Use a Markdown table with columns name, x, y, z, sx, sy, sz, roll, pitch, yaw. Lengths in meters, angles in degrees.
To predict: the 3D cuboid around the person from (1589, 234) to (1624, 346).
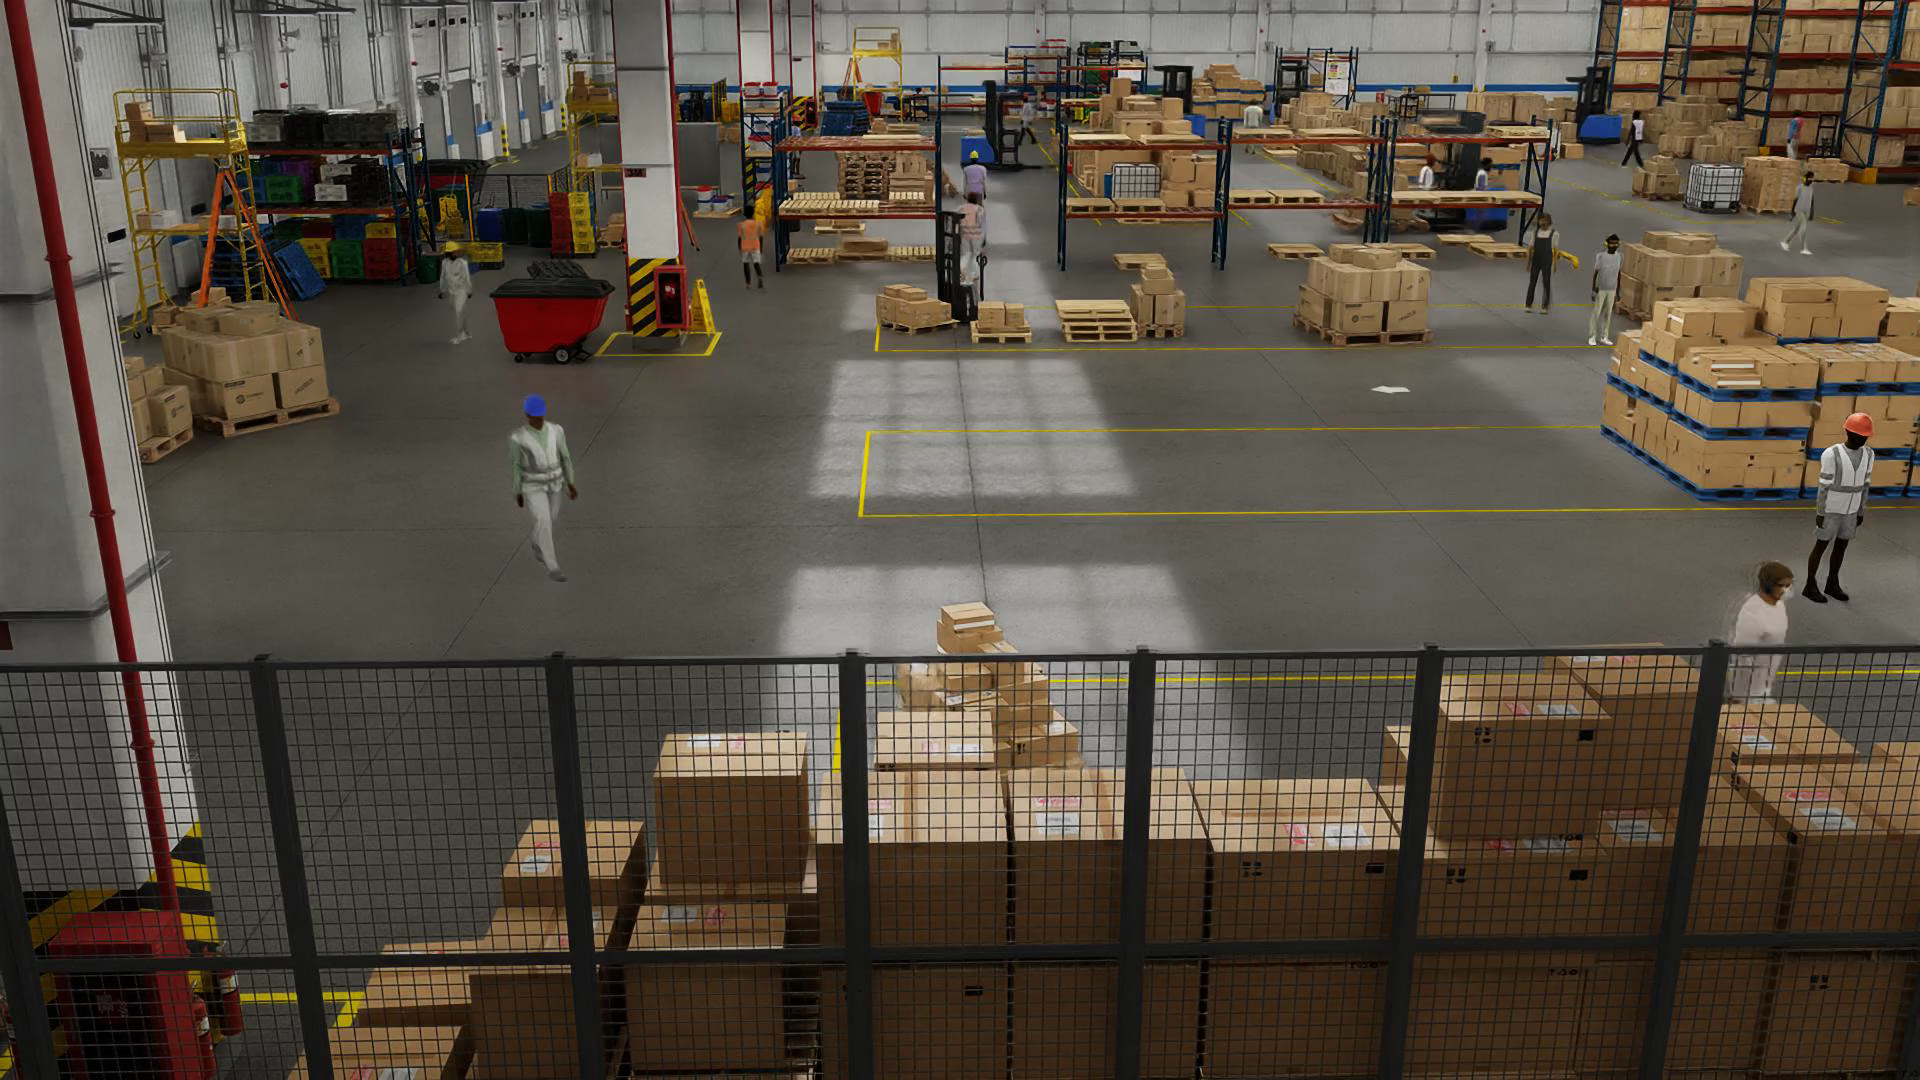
| name | x | y | z | sx | sy | sz | roll | pitch | yaw |
| --- | --- | --- | --- | --- | --- | --- | --- | --- | --- |
| person | 10.843 | -4.180 | 27.832 | 0.553 | 1.869 | 0.335 | -2 | 19 | -7 |

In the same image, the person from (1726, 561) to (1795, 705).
| name | x | y | z | sx | sy | sz | roll | pitch | yaw |
| --- | --- | --- | --- | --- | --- | --- | --- | --- | --- |
| person | 5.817 | 1.030 | 12.329 | 0.959 | 1.908 | 0.640 | 14 | 23 | 37 |

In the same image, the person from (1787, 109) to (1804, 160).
| name | x | y | z | sx | sy | sz | roll | pitch | yaw |
| --- | --- | --- | --- | --- | --- | --- | --- | --- | --- |
| person | 27.505 | -13.277 | 54.863 | 0.629 | 1.843 | 0.428 | -14 | 23 | -36 |

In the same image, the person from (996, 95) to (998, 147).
| name | x | y | z | sx | sy | sz | roll | pitch | yaw |
| --- | --- | --- | --- | --- | --- | --- | --- | --- | --- |
| person | 1.342 | -15.399 | 61.068 | 0.474 | 1.907 | 0.649 | 5 | 19 | 16 |

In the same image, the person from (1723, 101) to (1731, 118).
| name | x | y | z | sx | sy | sz | roll | pitch | yaw |
| --- | --- | --- | --- | --- | --- | --- | --- | --- | --- |
| person | 28.160 | -15.364 | 61.361 | 0.306 | 1.640 | 0.522 | -16 | 24 | -39 |

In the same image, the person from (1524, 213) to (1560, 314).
| name | x | y | z | sx | sy | sz | roll | pitch | yaw |
| --- | --- | --- | --- | --- | --- | --- | --- | --- | --- |
| person | 10.693 | -5.084 | 30.555 | 0.512 | 1.845 | 0.354 | 11 | 22 | 30 |

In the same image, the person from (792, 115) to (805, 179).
| name | x | y | z | sx | sy | sz | roll | pitch | yaw |
| --- | --- | --- | --- | --- | --- | --- | --- | --- | --- |
| person | -5.009 | -12.106 | 51.236 | 0.365 | 1.935 | 0.553 | -12 | 22 | -31 |

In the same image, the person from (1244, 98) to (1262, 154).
| name | x | y | z | sx | sy | sz | roll | pitch | yaw |
| --- | --- | --- | --- | --- | --- | --- | --- | --- | --- |
| person | 10.344 | -14.642 | 58.833 | 0.656 | 1.894 | 0.982 | 2 | 19 | 5 |

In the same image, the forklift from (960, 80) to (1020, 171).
| name | x | y | z | sx | sy | sz | roll | pitch | yaw |
| --- | --- | --- | --- | --- | --- | --- | --- | --- | --- |
| forklift | 0.960 | -13.258 | 53.202 | 1.873 | 2.768 | 1.129 | 0 | 19 | -1 |

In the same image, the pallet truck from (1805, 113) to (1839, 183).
| name | x | y | z | sx | sy | sz | roll | pitch | yaw |
| --- | --- | --- | --- | --- | --- | --- | --- | --- | --- |
| pallet truck | 26.403 | -11.957 | 50.702 | 0.823 | 1.965 | 1.885 | 6 | 19 | 16 |

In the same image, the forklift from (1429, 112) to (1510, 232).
| name | x | y | z | sx | sy | sz | roll | pitch | yaw |
| --- | --- | --- | --- | --- | --- | --- | --- | --- | --- |
| forklift | 12.392 | -8.989 | 40.537 | 1.873 | 2.768 | 1.129 | -1 | 19 | -2 |

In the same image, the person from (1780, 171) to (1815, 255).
| name | x | y | z | sx | sy | sz | roll | pitch | yaw |
| --- | --- | --- | --- | --- | --- | --- | --- | --- | --- |
| person | 18.908 | -7.373 | 37.363 | 0.529 | 1.833 | 0.926 | -7 | 20 | -21 |

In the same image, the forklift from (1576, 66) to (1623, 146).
| name | x | y | z | sx | sy | sz | roll | pitch | yaw |
| --- | --- | --- | --- | --- | --- | --- | --- | --- | --- |
| forklift | 23.569 | -16.126 | 61.710 | 1.129 | 2.768 | 1.873 | -11 | 22 | -30 |

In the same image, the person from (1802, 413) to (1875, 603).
| name | x | y | z | sx | sy | sz | roll | pitch | yaw |
| --- | --- | --- | --- | --- | --- | --- | --- | --- | --- |
| person | 8.638 | -0.314 | 16.279 | 0.540 | 1.929 | 0.388 | -3 | 19 | -8 |

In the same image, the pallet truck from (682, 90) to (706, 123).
| name | x | y | z | sx | sy | sz | roll | pitch | yaw |
| --- | --- | --- | --- | --- | --- | --- | --- | --- | --- |
| pallet truck | -9.671 | -15.907 | 62.421 | 0.823 | 1.965 | 1.885 | 5 | 19 | 15 |

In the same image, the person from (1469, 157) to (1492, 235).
| name | x | y | z | sx | sy | sz | roll | pitch | yaw |
| --- | --- | --- | --- | --- | --- | --- | --- | --- | --- |
| person | 12.398 | -8.141 | 39.548 | 0.448 | 1.890 | 0.608 | 5 | 19 | 15 |

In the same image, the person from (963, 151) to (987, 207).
| name | x | y | z | sx | sy | sz | roll | pitch | yaw |
| --- | --- | --- | --- | --- | --- | --- | --- | --- | --- |
| person | 0.359 | -8.508 | 40.579 | 0.587 | 1.928 | 0.364 | -2 | 19 | -6 |

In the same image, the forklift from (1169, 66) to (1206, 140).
| name | x | y | z | sx | sy | sz | roll | pitch | yaw |
| --- | --- | --- | --- | --- | --- | --- | --- | --- | --- |
| forklift | 8.249 | -16.284 | 62.179 | 1.129 | 2.768 | 1.873 | -12 | 22 | -32 |

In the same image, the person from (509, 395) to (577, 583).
| name | x | y | z | sx | sy | sz | roll | pitch | yaw |
| --- | --- | --- | --- | --- | --- | --- | --- | --- | --- |
| person | -4.325 | -0.590 | 17.125 | 0.596 | 1.917 | 0.963 | -16 | 24 | -39 |

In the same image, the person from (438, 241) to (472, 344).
| name | x | y | z | sx | sy | sz | roll | pitch | yaw |
| --- | --- | --- | --- | --- | --- | --- | --- | --- | --- |
| person | -8.552 | -4.167 | 28.041 | 0.491 | 1.709 | 0.836 | 8 | 20 | 21 |

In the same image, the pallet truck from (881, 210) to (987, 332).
| name | x | y | z | sx | sy | sz | roll | pitch | yaw |
| --- | --- | --- | --- | --- | --- | --- | --- | --- | --- |
| pallet truck | -0.493 | -4.759 | 29.349 | 1.885 | 1.965 | 0.823 | -13 | 23 | -34 |

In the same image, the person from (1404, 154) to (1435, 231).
| name | x | y | z | sx | sy | sz | roll | pitch | yaw |
| --- | --- | --- | --- | --- | --- | --- | --- | --- | --- |
| person | 11.253 | -8.447 | 40.508 | 0.698 | 1.867 | 0.587 | -1 | 19 | -3 |

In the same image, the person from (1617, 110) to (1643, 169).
| name | x | y | z | sx | sy | sz | roll | pitch | yaw |
| --- | --- | --- | --- | --- | --- | --- | --- | --- | --- |
| person | 21.914 | -13.001 | 54.030 | 0.606 | 1.862 | 0.977 | -17 | 25 | -41 |

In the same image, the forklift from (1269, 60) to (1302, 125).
| name | x | y | z | sx | sy | sz | roll | pitch | yaw |
| --- | --- | --- | --- | --- | --- | --- | --- | --- | --- |
| forklift | 13.195 | -17.888 | 66.938 | 1.129 | 2.768 | 1.873 | -1 | 19 | -1 |

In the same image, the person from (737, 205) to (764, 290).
| name | x | y | z | sx | sy | sz | roll | pitch | yaw |
| --- | --- | --- | --- | --- | --- | --- | --- | --- | --- |
| person | -4.118 | -5.756 | 32.790 | 0.540 | 1.683 | 0.539 | -7 | 20 | -21 |

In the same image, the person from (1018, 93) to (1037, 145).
| name | x | y | z | sx | sy | sz | roll | pitch | yaw |
| --- | --- | --- | --- | --- | --- | --- | --- | --- | --- |
| person | 2.488 | -15.645 | 61.805 | 0.949 | 1.903 | 0.550 | -5 | 19 | -15 |

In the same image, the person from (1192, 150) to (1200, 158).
| name | x | y | z | sx | sy | sz | roll | pitch | yaw |
| --- | --- | --- | --- | --- | --- | --- | --- | --- | --- |
| person | 6.478 | -10.019 | 45.589 | 0.889 | 1.576 | 0.531 | -6 | 20 | -18 |

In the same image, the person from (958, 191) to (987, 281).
| name | x | y | z | sx | sy | sz | roll | pitch | yaw |
| --- | --- | --- | --- | --- | --- | --- | --- | --- | --- |
| person | 0.252 | -6.140 | 33.718 | 0.654 | 1.821 | 0.502 | 8 | 20 | 23 |
